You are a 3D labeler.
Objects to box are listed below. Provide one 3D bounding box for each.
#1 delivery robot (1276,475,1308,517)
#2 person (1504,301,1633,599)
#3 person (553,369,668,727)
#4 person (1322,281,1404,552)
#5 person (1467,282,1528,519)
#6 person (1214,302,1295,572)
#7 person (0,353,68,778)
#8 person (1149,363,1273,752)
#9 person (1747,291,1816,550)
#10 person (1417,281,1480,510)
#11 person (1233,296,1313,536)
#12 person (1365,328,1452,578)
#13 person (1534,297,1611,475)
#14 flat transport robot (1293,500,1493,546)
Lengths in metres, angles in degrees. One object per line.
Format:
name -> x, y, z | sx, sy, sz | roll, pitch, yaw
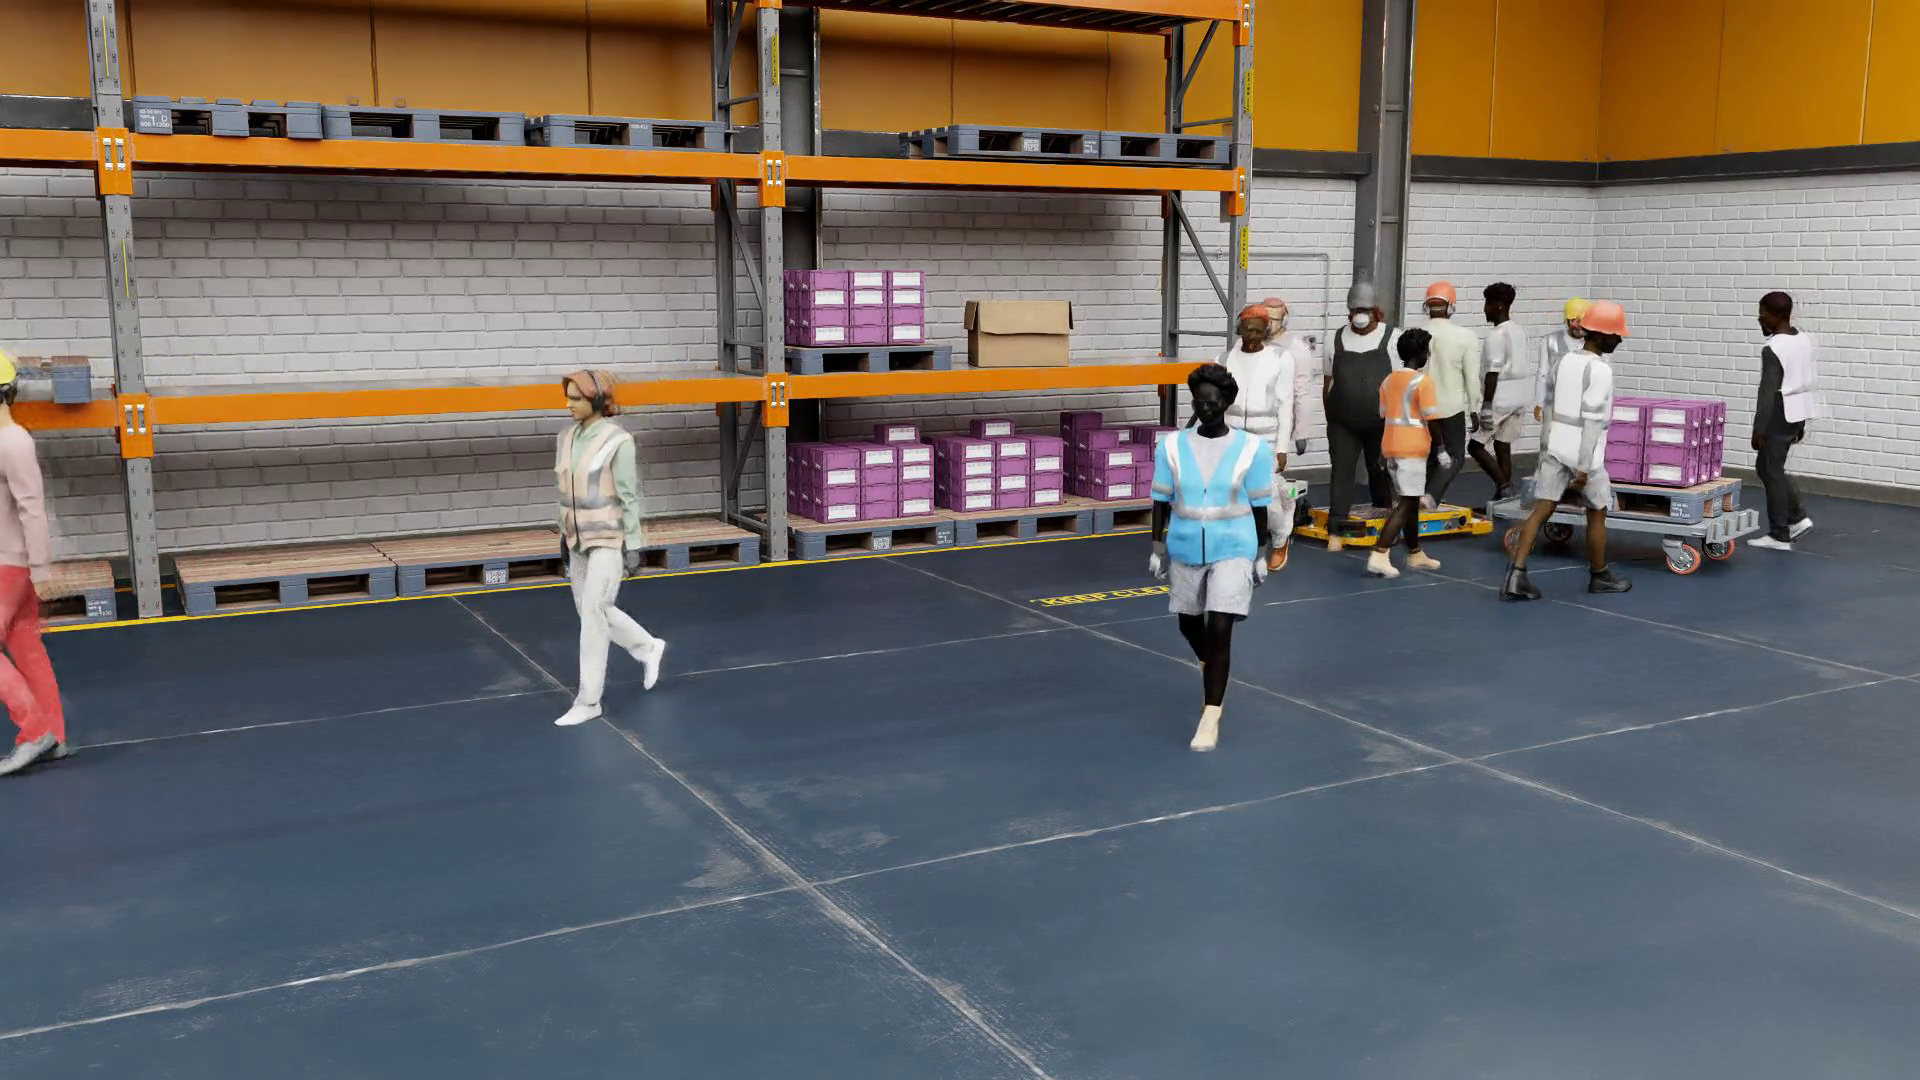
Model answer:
delivery robot -> 2.330, -0.371, 12.969 | 0.707, 0.478, 0.477 | 5, 11, 30
person -> 3.813, -0.540, 10.323 | 0.998, 1.875, 0.585 | -4, 10, -21
person -> -1.632, 0.011, 7.716 | 0.524, 1.618, 0.703 | 8, 12, 39
person -> 3.032, -0.975, 12.422 | 0.676, 2.000, 1.053 | 3, 10, 20
person -> 4.421, -1.131, 13.626 | 0.620, 1.952, 0.400 | -9, 13, -44
person -> 1.949, -0.640, 10.982 | 0.575, 1.858, 0.854 | 5, 10, 27
person -> -3.919, 0.095, 6.780 | 0.447, 1.752, 0.529 | -7, 12, -37
person -> 1.120, 0.040, 7.381 | 0.538, 1.669, 0.773 | 4, 10, 21
person -> 5.987, -0.862, 12.163 | 0.624, 1.895, 0.449 | -8, 13, -42
person -> 3.693, -1.020, 12.906 | 0.625, 1.971, 0.697 | 7, 12, 37
person -> 2.270, -0.841, 12.136 | 0.817, 1.865, 0.643 | -9, 13, -44
person -> 3.000, -0.586, 11.156 | 0.665, 1.673, 0.543 | -2, 10, -14
person -> 5.280, -1.177, 14.360 | 0.630, 1.823, 0.443 | 3, 10, 19
flat transport robot -> 3.323, -0.145, 12.734 | 1.431, 0.197, 0.652 | -5, 11, -28
